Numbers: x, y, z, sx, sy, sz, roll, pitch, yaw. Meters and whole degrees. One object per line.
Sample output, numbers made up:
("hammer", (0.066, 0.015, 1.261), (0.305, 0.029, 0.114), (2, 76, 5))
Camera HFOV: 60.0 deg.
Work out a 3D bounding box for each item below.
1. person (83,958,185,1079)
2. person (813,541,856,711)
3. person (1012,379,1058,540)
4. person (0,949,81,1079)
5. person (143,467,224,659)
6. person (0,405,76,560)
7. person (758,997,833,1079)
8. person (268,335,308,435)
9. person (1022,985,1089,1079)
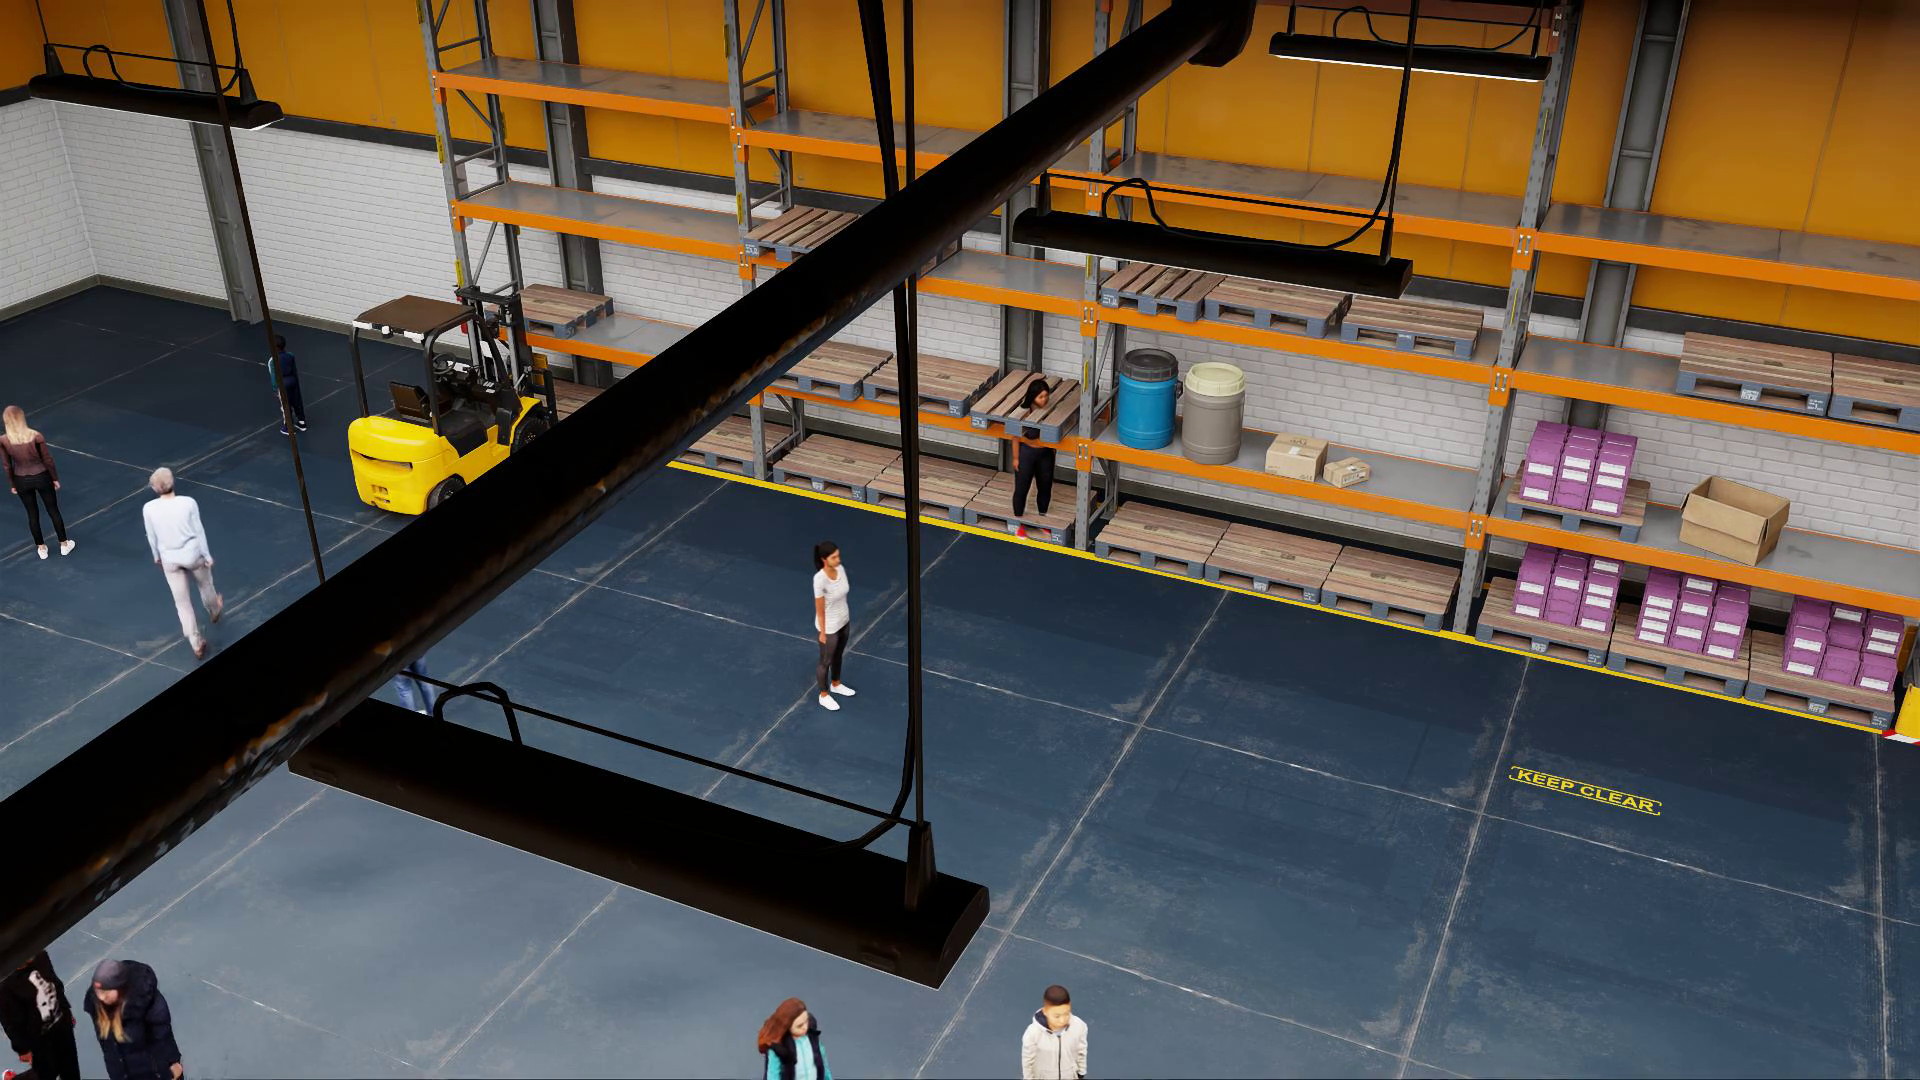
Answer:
("person", (-5.073, 3.216, 10.424), (0.861, 1.663, 0.875), (3, 29, 5))
("person", (-1.160, 0.740, 14.980), (0.542, 1.647, 0.578), (15, 32, 26))
("person", (0.793, -0.899, 17.810), (0.772, 1.813, 0.835), (-9, 30, -16))
("person", (-5.934, 3.107, 10.631), (0.943, 1.655, 0.694), (7, 29, 12))
("person", (-7.324, 0.242, 15.671), (1.151, 1.860, 1.198), (-9, 30, -16))
("person", (-9.695, -0.610, 17.395), (0.659, 1.704, 0.720), (-10, 30, -17))
("person", (-1.083, 3.380, 10.313), (0.875, 1.482, 0.662), (18, 33, 30))
("person", (-8.195, -1.903, 20.233), (0.504, 1.255, 0.527), (18, 33, 29))
("person", (0.571, 3.342, 10.412), (0.632, 1.452, 0.698), (-9, 30, -16))
